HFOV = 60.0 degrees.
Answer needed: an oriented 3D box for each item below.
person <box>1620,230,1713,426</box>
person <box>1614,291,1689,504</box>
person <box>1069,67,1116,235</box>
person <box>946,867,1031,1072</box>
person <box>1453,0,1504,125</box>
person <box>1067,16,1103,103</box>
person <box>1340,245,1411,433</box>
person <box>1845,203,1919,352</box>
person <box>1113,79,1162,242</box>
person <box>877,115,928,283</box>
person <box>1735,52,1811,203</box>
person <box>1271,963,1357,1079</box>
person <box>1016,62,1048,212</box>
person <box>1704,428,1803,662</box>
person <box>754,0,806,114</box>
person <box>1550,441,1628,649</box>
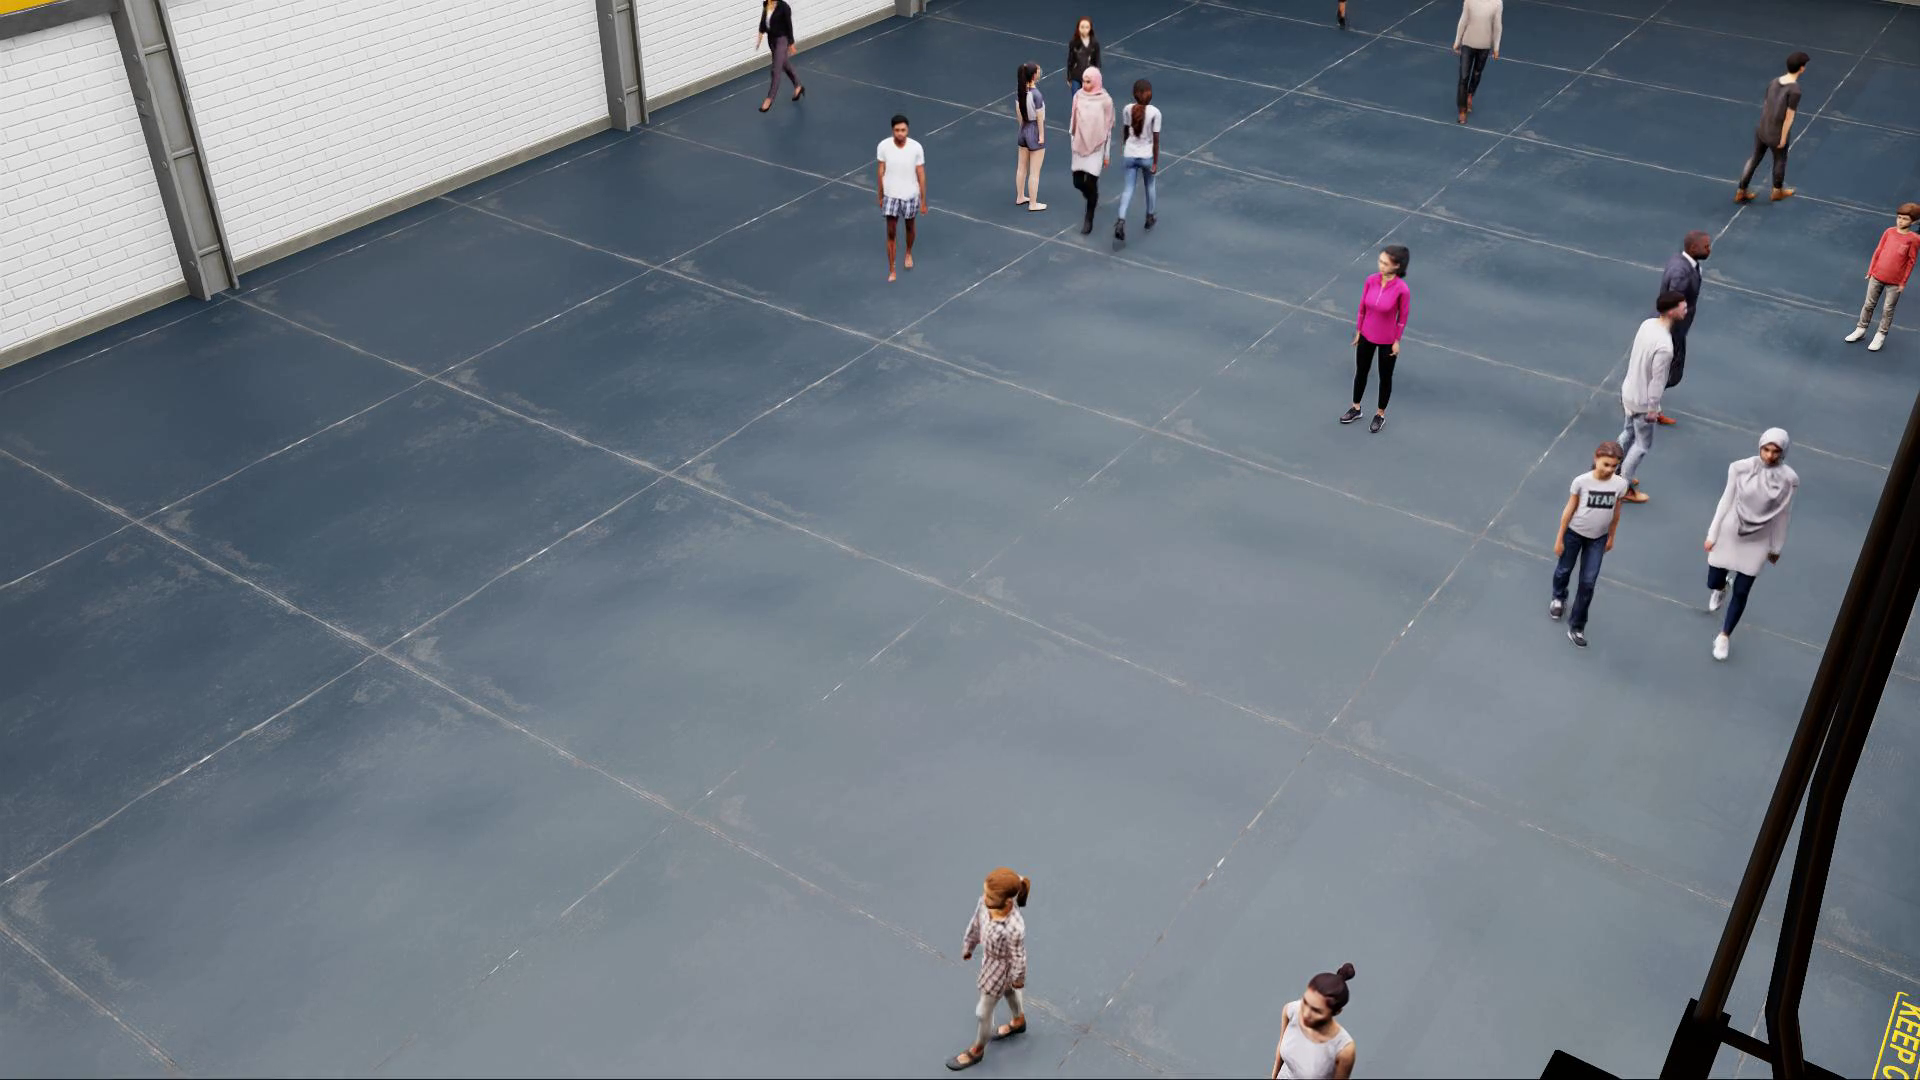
[{"bbox_3d":[6.019,-1.822,14.282,0.836,1.811,0.750,13,36,19],"label":"person"},{"bbox_3d":[5.433,-1.149,13.246,0.864,1.836,0.746,1,34,1],"label":"person"},{"bbox_3d":[1.430,-4.214,17.896,0.732,1.793,0.853,13,36,19],"label":"person"},{"bbox_3d":[0.270,2.183,8.725,0.844,1.292,0.737,-13,36,-19],"label":"person"},{"bbox_3d":[6.484,-6.208,20.871,1.001,1.821,1.299,7,34,10],"label":"person"},{"bbox_3d":[1.517,-5.699,20.438,0.900,1.452,1.045,1,34,1],"label":"person"},{"bbox_3d":[3.607,-1.746,14.268,0.581,1.700,0.557,24,40,31],"label":"person"},{"bbox_3d":[8.744,-2.491,15.644,0.565,1.417,0.575,-24,40,-31],"label":"person"},{"bbox_3d":[1.866,-4.006,17.680,0.761,1.686,1.143,12,36,18],"label":"person"},{"bbox_3d":[-0.587,-3.535,16.968,1.030,1.689,1.177,1,34,1],"label":"person"},{"bbox_3d":[8.988,-4.546,18.493,1.044,1.686,0.928,-12,35,-17],"label":"person"},{"bbox_3d":[1.647,2.602,7.808,0.594,1.609,0.608,-24,41,-32],"label":"person"},{"bbox_3d":[0.780,-4.478,18.422,0.631,1.650,0.657,-22,39,-29],"label":"person"},{"bbox_3d":[5.477,-0.035,11.635,0.695,1.763,0.886,14,36,20],"label":"person"},{"bbox_3d":[-2.237,-6.297,21.192,0.705,1.614,1.085,28,43,35],"label":"person"},{"bbox_3d":[4.471,-0.079,11.912,0.791,1.531,0.993,7,34,11],"label":"person"}]
